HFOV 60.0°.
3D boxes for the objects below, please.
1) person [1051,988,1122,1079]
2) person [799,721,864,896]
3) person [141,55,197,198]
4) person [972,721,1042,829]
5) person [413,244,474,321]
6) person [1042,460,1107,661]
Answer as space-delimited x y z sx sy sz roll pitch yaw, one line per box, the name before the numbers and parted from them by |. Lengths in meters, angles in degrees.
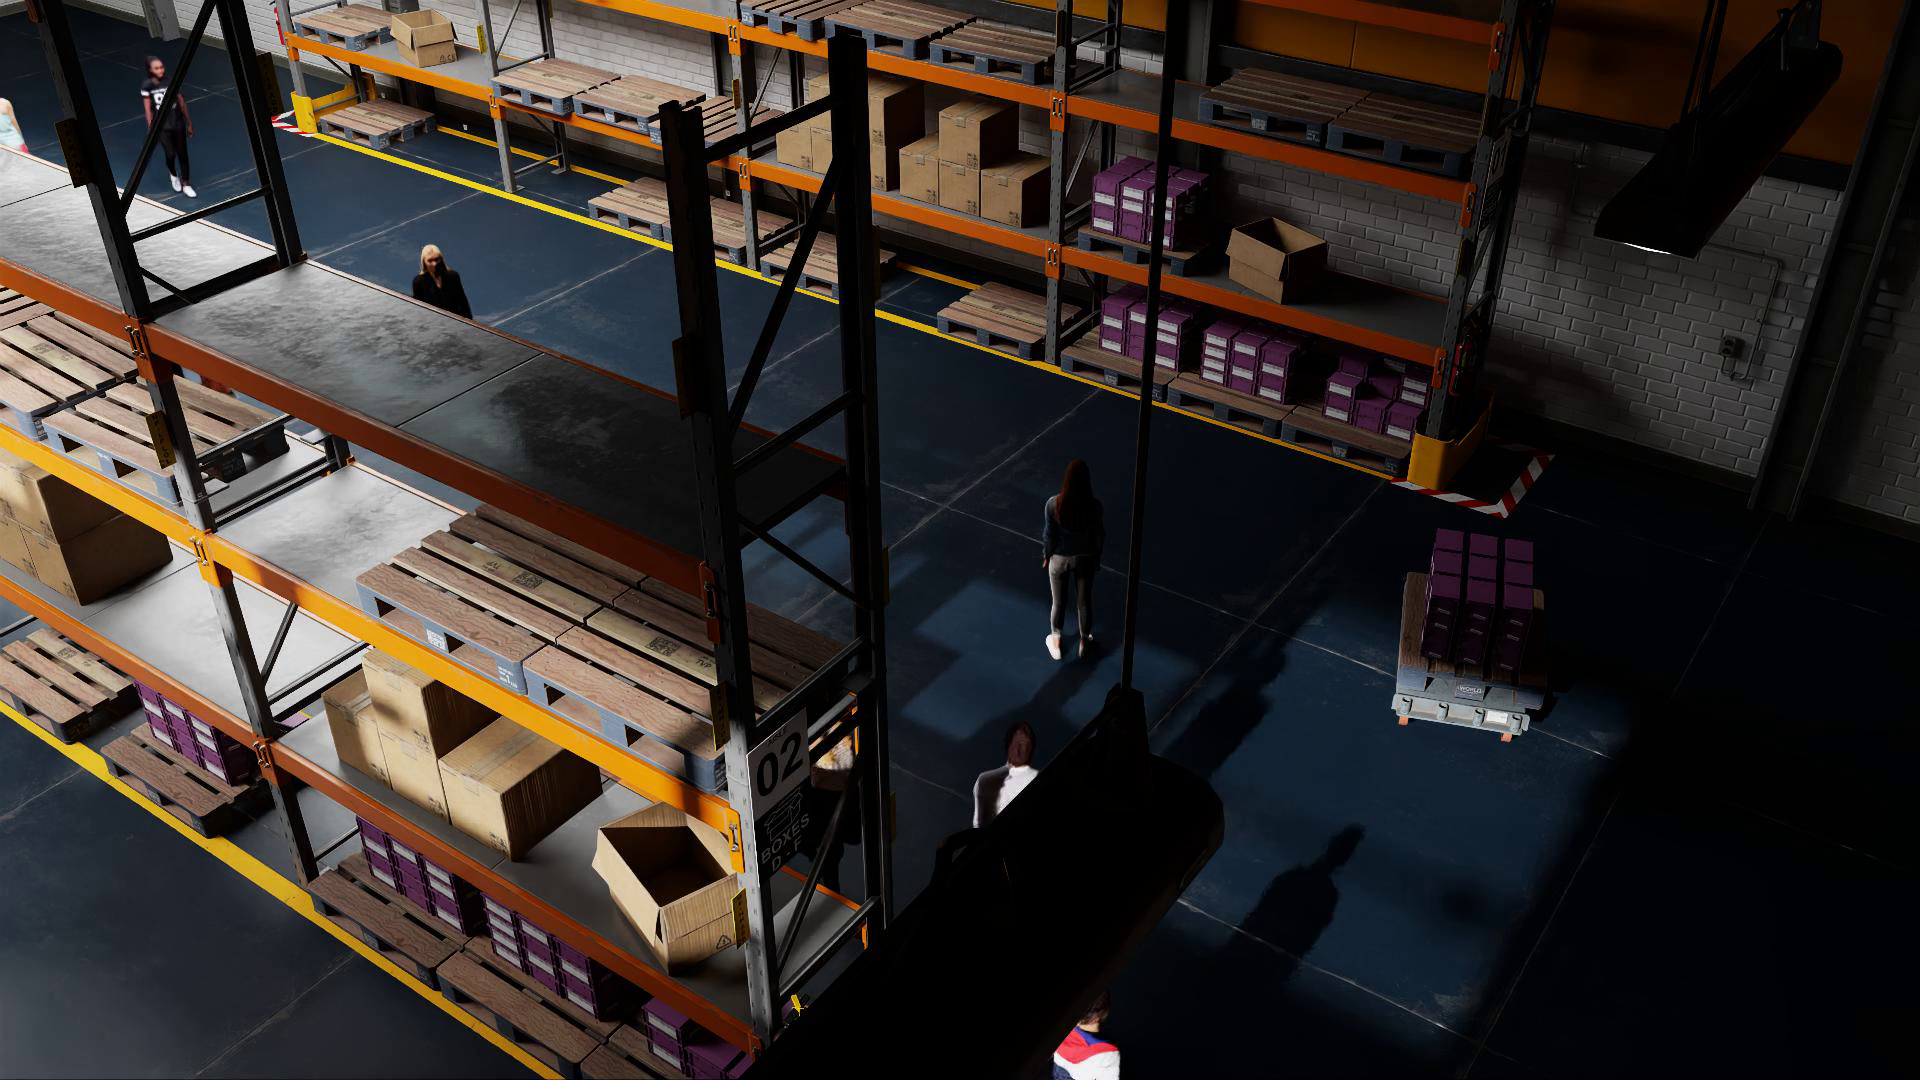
person | 0.548 2.885 8.331 0.888 1.725 1.120 -26 42 -33
person | -0.859 1.554 10.255 0.856 1.812 0.657 25 41 33
person | -9.662 -5.048 20.269 0.715 1.722 0.754 -26 41 -33
person | 0.317 1.889 9.733 0.818 1.833 0.901 2 34 3
person | -4.811 -1.921 15.486 0.901 1.808 1.130 -19 38 -26
person | 0.843 0.159 12.454 0.652 1.701 0.753 0 34 -1
